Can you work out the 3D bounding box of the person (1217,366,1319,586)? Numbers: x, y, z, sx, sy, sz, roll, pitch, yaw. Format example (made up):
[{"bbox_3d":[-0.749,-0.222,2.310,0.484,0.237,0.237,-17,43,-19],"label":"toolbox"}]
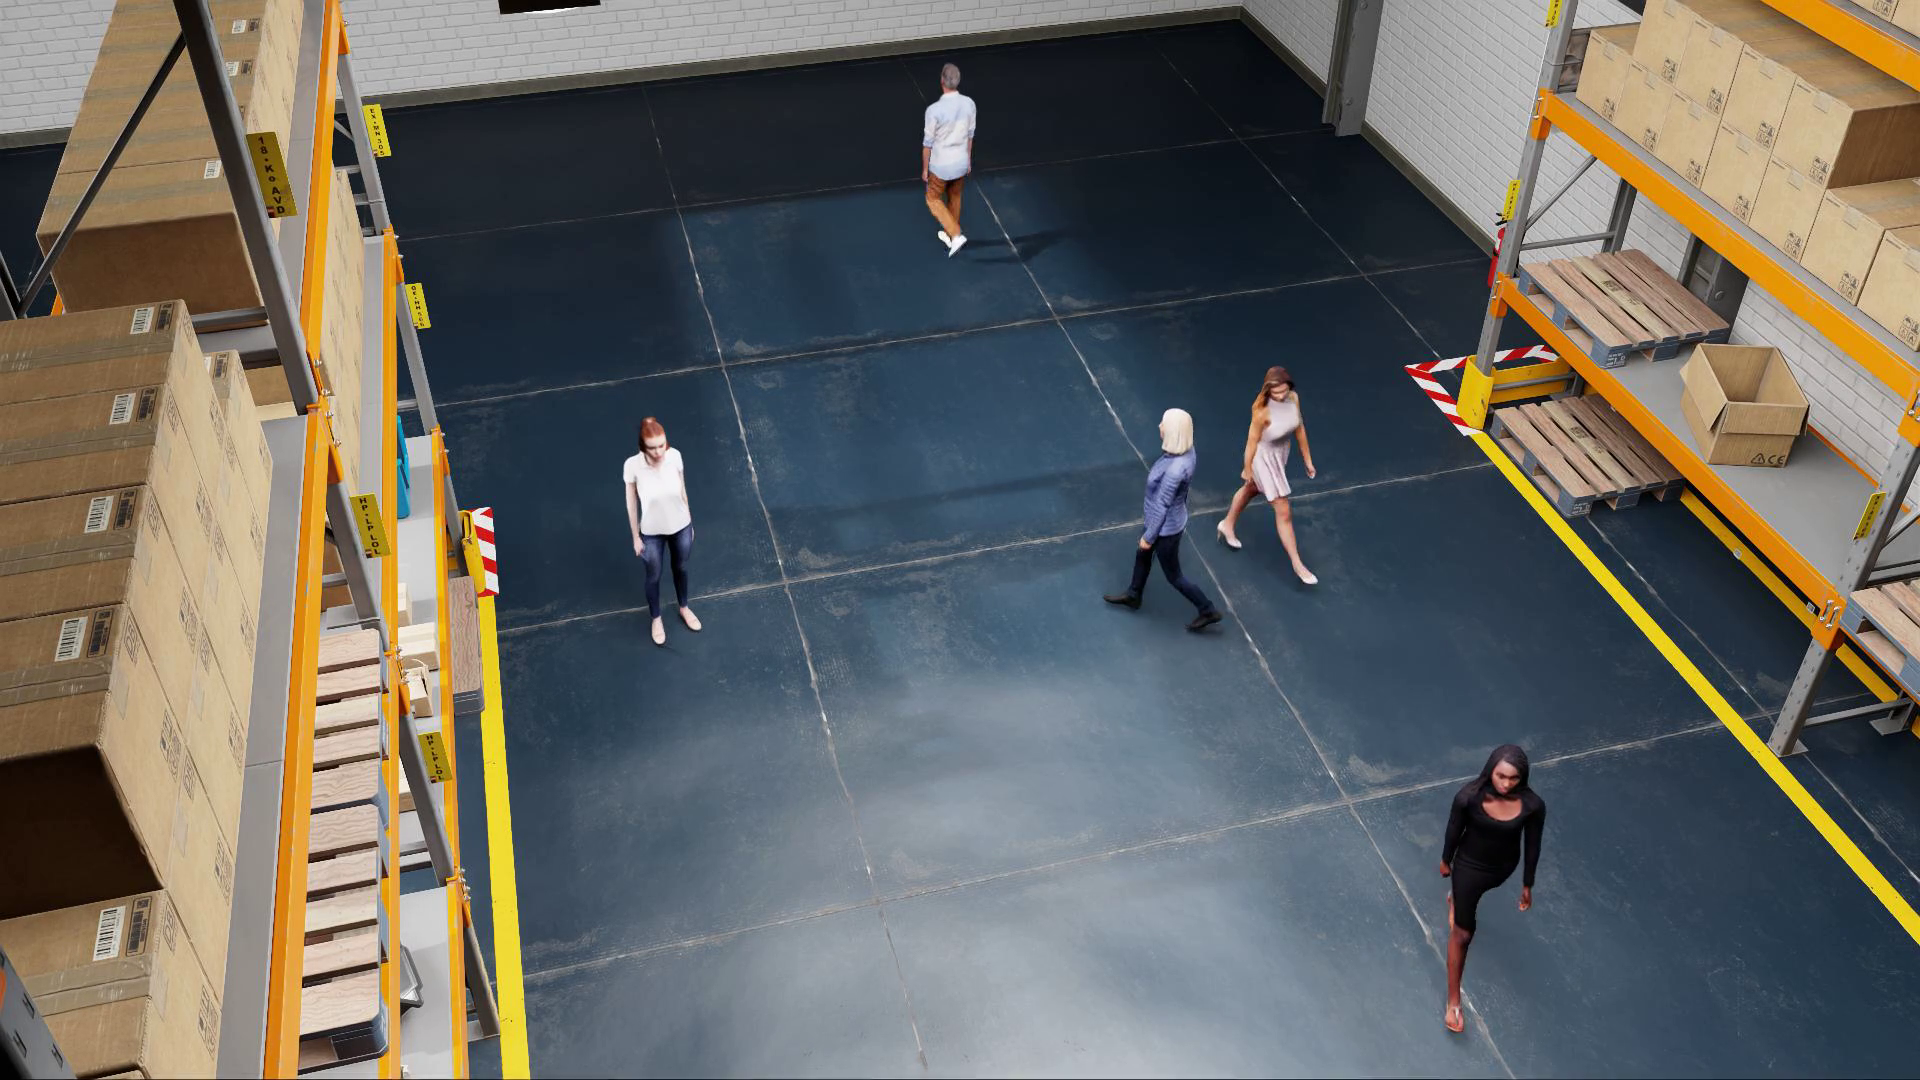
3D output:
[{"bbox_3d":[2.082,-0.542,11.692,0.944,1.710,1.211,-32,48,-33],"label":"person"}]

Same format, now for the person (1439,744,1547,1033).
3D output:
[{"bbox_3d":[2.803,1.695,8.917,0.919,1.676,1.265,4,39,5],"label":"person"}]

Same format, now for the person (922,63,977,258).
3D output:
[{"bbox_3d":[-0.072,-3.428,15.225,0.838,1.810,0.984,-21,43,-24],"label":"person"}]

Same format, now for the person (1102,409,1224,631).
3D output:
[{"bbox_3d":[1.458,-0.103,11.131,1.030,1.723,1.124,8,39,10],"label":"person"}]

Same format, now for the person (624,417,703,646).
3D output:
[{"bbox_3d":[-1.981,-0.080,11.090,0.613,1.737,0.586,-18,42,-21],"label":"person"}]
